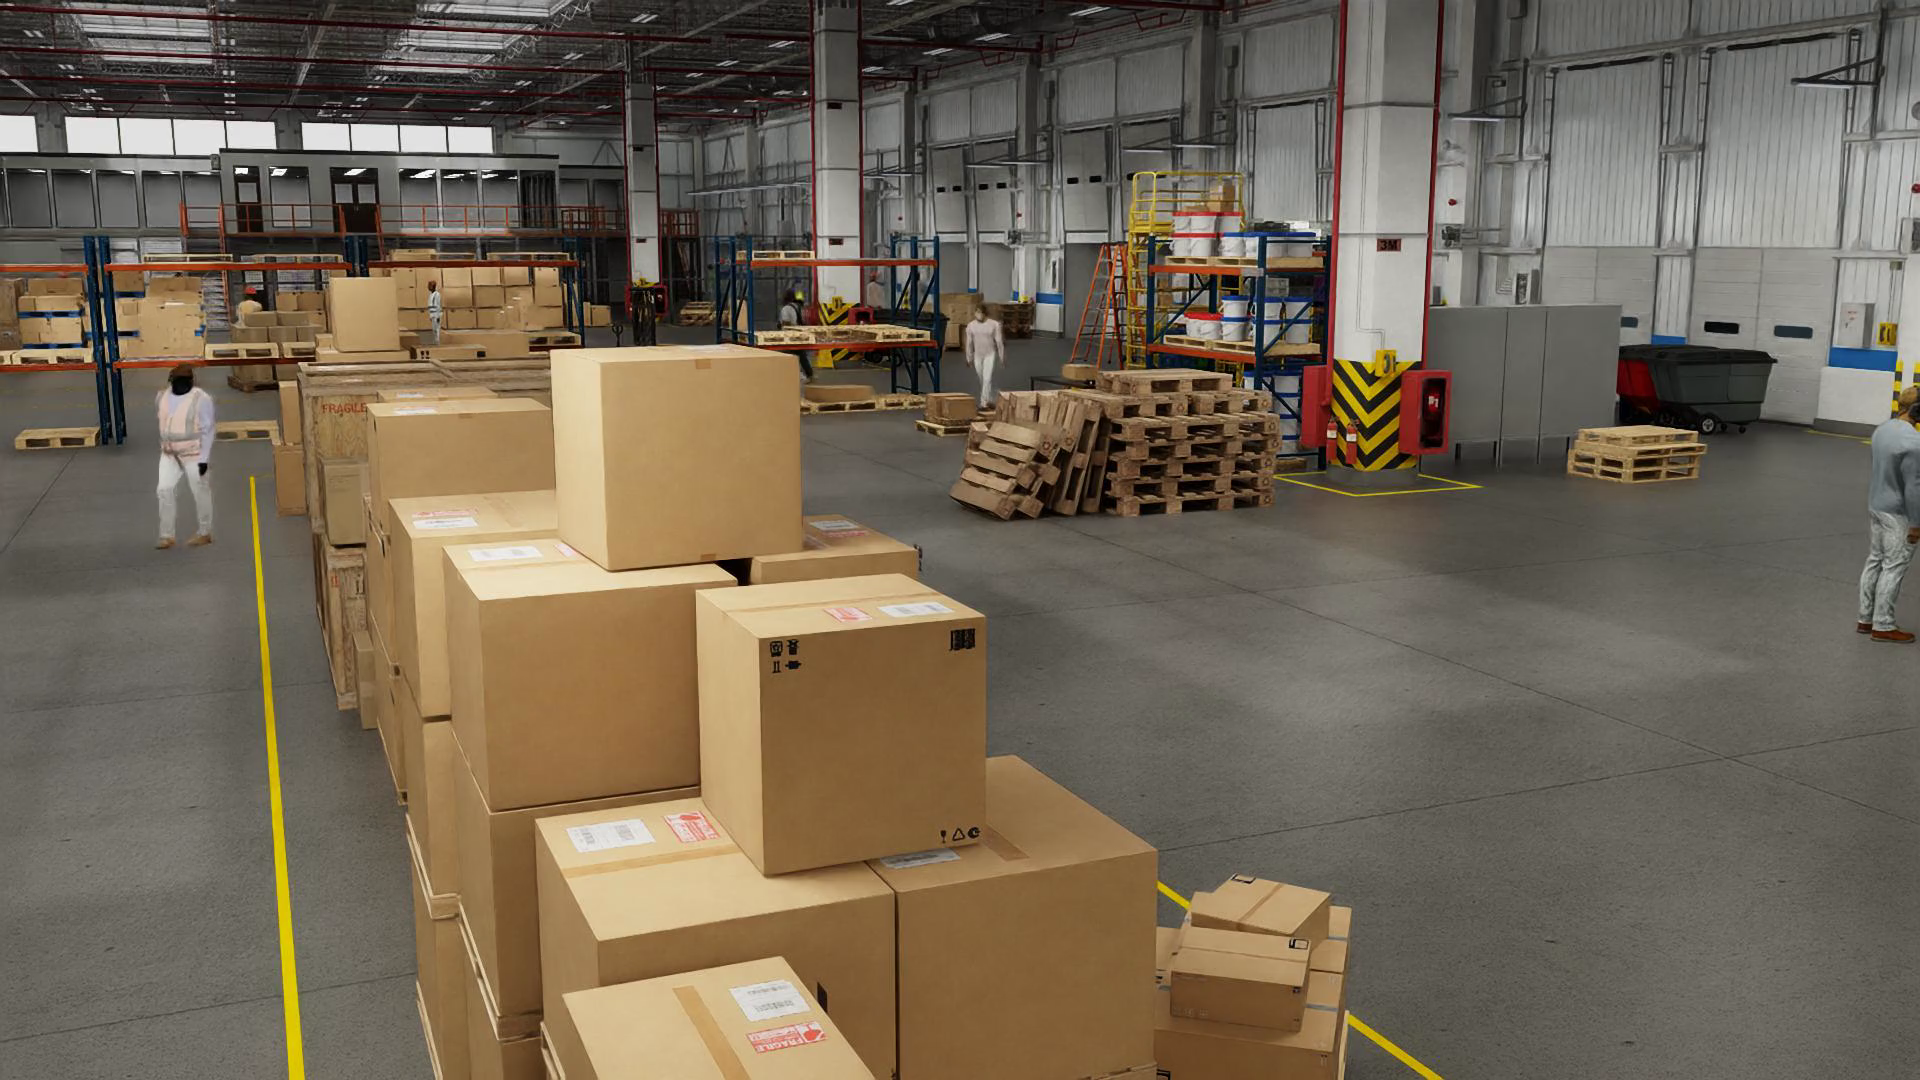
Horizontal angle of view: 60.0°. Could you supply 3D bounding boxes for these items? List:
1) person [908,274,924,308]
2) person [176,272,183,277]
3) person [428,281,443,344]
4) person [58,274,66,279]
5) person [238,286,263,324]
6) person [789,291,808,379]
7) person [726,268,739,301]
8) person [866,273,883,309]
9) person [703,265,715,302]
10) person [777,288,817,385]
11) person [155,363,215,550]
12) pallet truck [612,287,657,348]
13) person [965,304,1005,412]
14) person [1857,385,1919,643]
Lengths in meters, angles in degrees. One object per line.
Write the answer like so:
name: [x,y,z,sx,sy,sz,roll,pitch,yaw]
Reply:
person: [-1.495,-8.261,57.141,0.536,1.832,0.951,-5,11,-26]
person: [-26.114,-8.021,55.615,0.616,1.904,0.598,3,11,16]
person: [-14.053,-6.001,44.544,0.352,1.878,0.568,-8,13,-38]
person: [-28.072,-7.376,52.050,0.963,1.887,0.576,4,11,22]
person: [-16.013,-4.796,37.797,0.563,1.901,0.859,1,10,6]
person: [-3.549,-4.370,35.538,0.942,1.896,0.588,9,13,39]
person: [-8.167,-8.774,59.616,0.388,1.947,0.612,6,12,32]
person: [-2.601,-7.151,50.662,0.639,1.941,0.797,-7,12,-32]
person: [-11.556,-11.806,76.781,0.647,1.787,0.998,-9,14,-41]
person: [-3.405,-4.207,34.189,0.987,2.000,0.716,5,11,25]
person: [-7.499,-0.788,15.988,0.639,1.805,0.804,2,11,12]
pallet truck: [-6.464,-4.406,35.401,0.823,1.965,1.885,6,12,32]
person: [0.445,-3.165,28.907,0.671,1.892,0.982,4,11,19]
person: [6.969,-0.189,12.370,0.383,1.928,0.635,0,10,3]
